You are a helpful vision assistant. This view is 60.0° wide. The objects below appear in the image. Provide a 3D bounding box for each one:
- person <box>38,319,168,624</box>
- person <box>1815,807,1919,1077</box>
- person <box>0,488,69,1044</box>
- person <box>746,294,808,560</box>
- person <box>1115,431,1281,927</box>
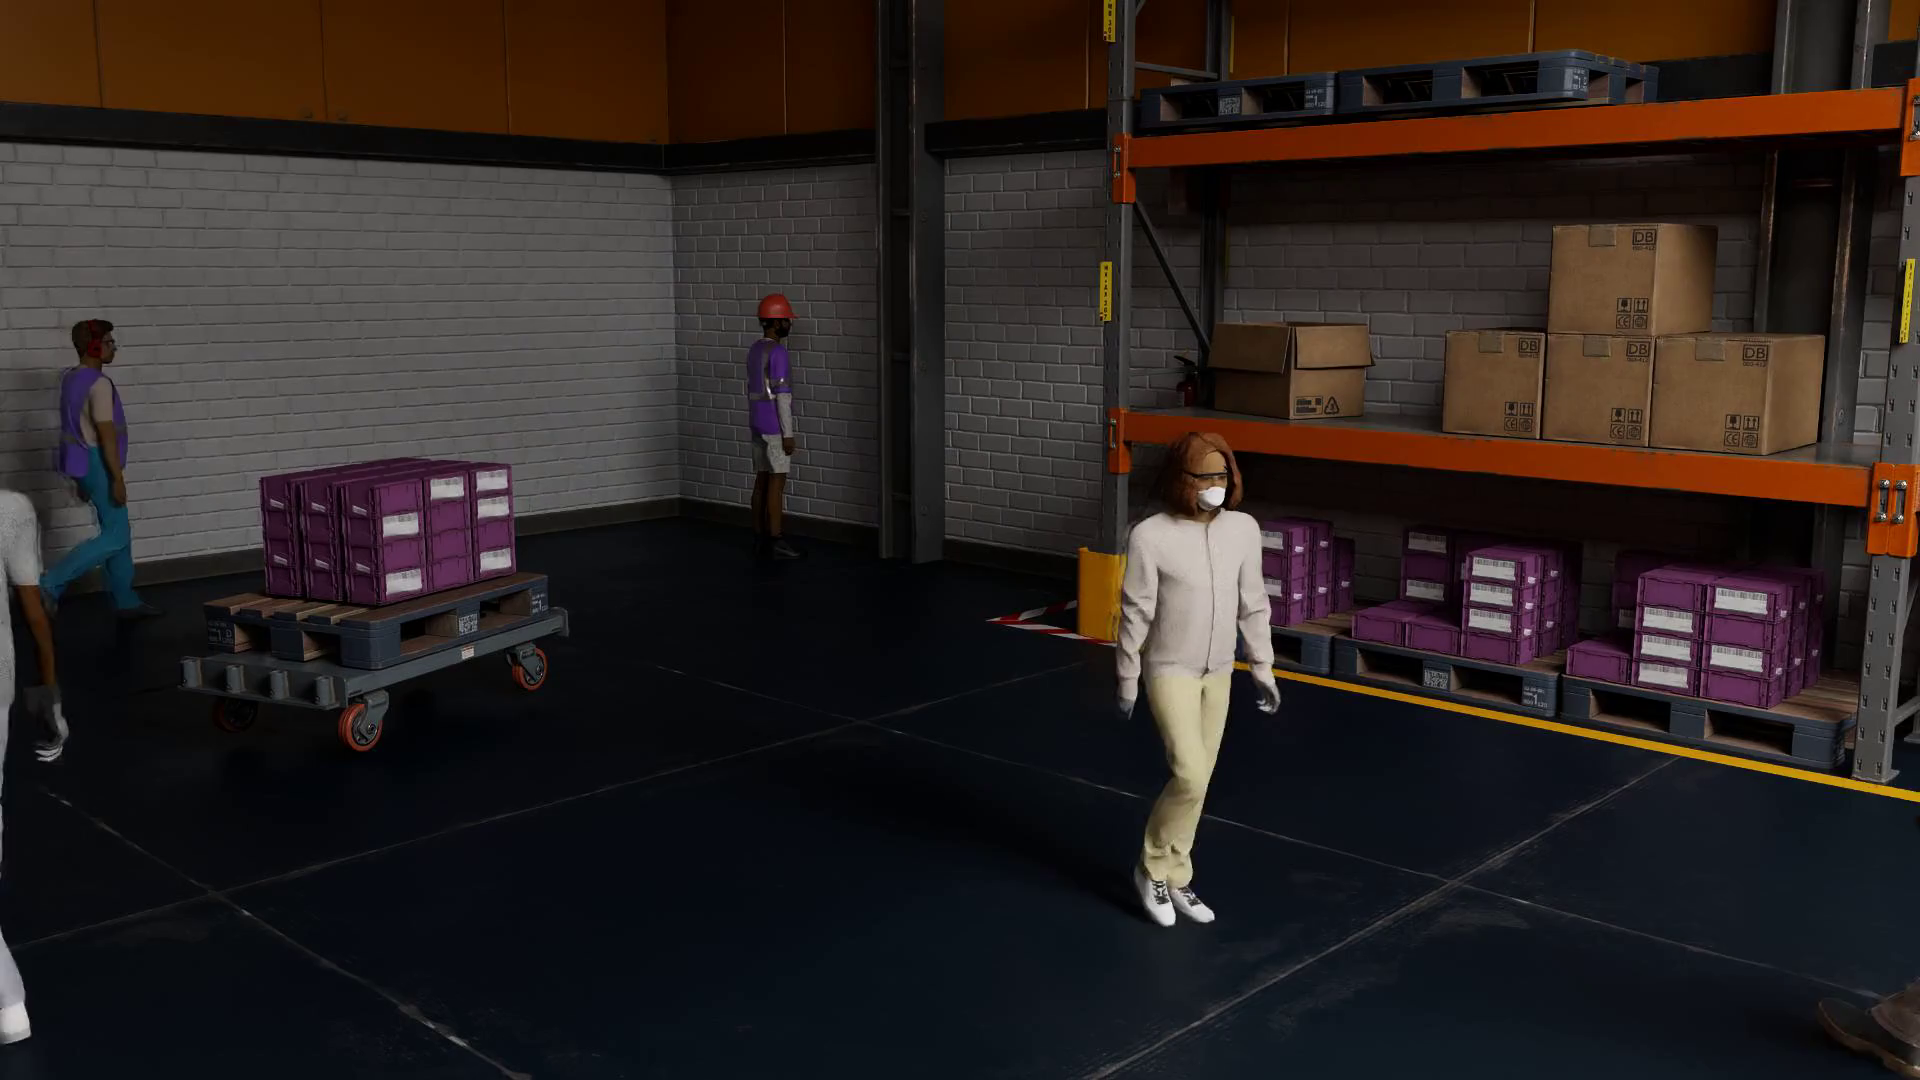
[{"bbox_3d":[-5.140,-0.389,9.836,0.690,1.830,0.577,-7,12,-39],"label":"person"},{"bbox_3d":[2.603,0.514,3.960,0.630,1.949,1.048,-5,10,-26],"label":"person"},{"bbox_3d":[-2.898,0.454,4.729,0.990,1.810,0.514,8,12,40],"label":"person"},{"bbox_3d":[-1.357,-0.827,12.194,0.372,1.939,0.544,-5,11,-29],"label":"person"},{"bbox_3d":[0.757,0.455,5.336,0.497,1.614,0.394,-6,11,-31],"label":"person"}]
